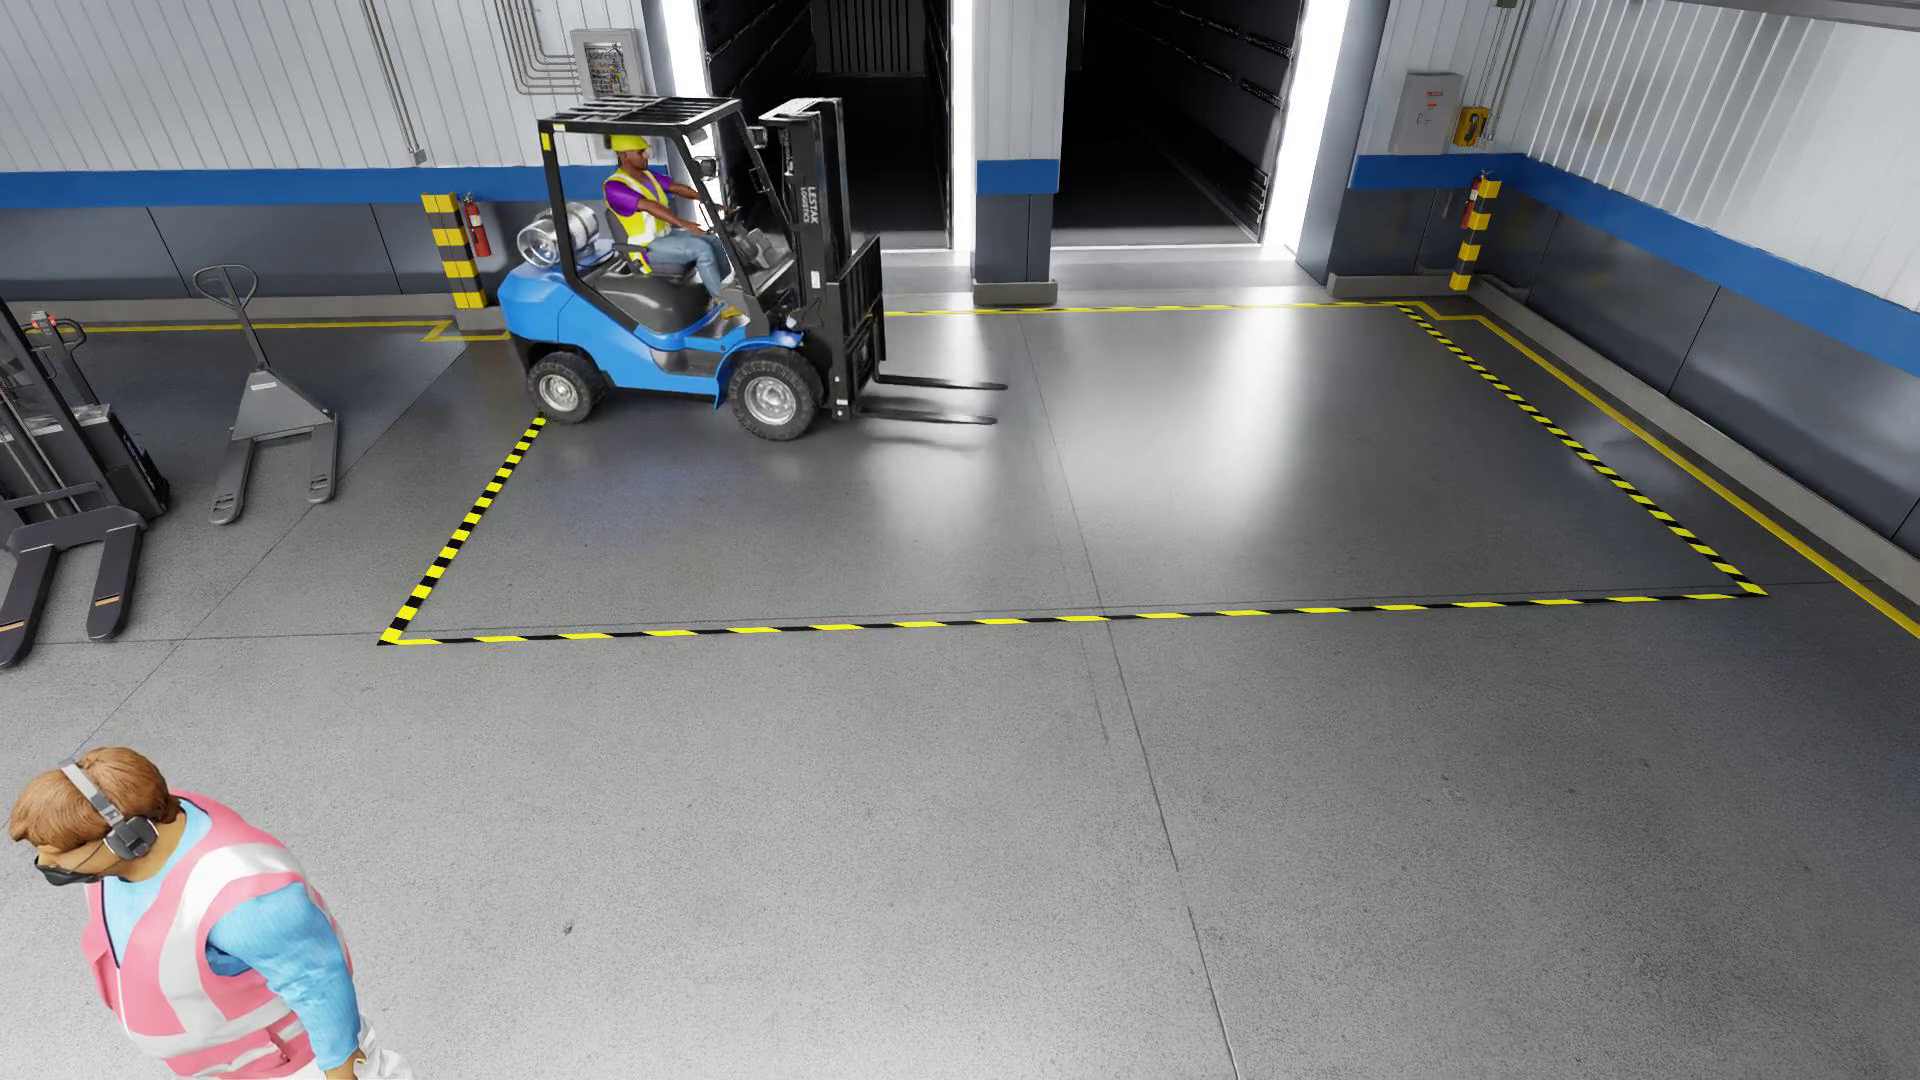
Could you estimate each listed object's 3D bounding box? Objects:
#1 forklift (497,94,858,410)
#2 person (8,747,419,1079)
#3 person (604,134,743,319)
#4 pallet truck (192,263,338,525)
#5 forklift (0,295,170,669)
[{"bbox_3d":[-2.027,-2.116,6.719,2.680,2.036,1.157,6,35,8],"label":"forklift"},{"bbox_3d":[-1.802,1.216,2.377,0.635,1.841,0.429,16,38,21],"label":"person"},{"bbox_3d":[-1.969,-2.259,6.597,1.004,1.294,0.635,6,35,8],"label":"person"},{"bbox_3d":[-4.778,-1.027,6.128,0.680,1.201,1.601,-17,38,-23],"label":"pallet truck"},{"bbox_3d":[-5.212,-0.618,4.878,0.823,1.965,1.885,-20,39,-26],"label":"forklift"}]
